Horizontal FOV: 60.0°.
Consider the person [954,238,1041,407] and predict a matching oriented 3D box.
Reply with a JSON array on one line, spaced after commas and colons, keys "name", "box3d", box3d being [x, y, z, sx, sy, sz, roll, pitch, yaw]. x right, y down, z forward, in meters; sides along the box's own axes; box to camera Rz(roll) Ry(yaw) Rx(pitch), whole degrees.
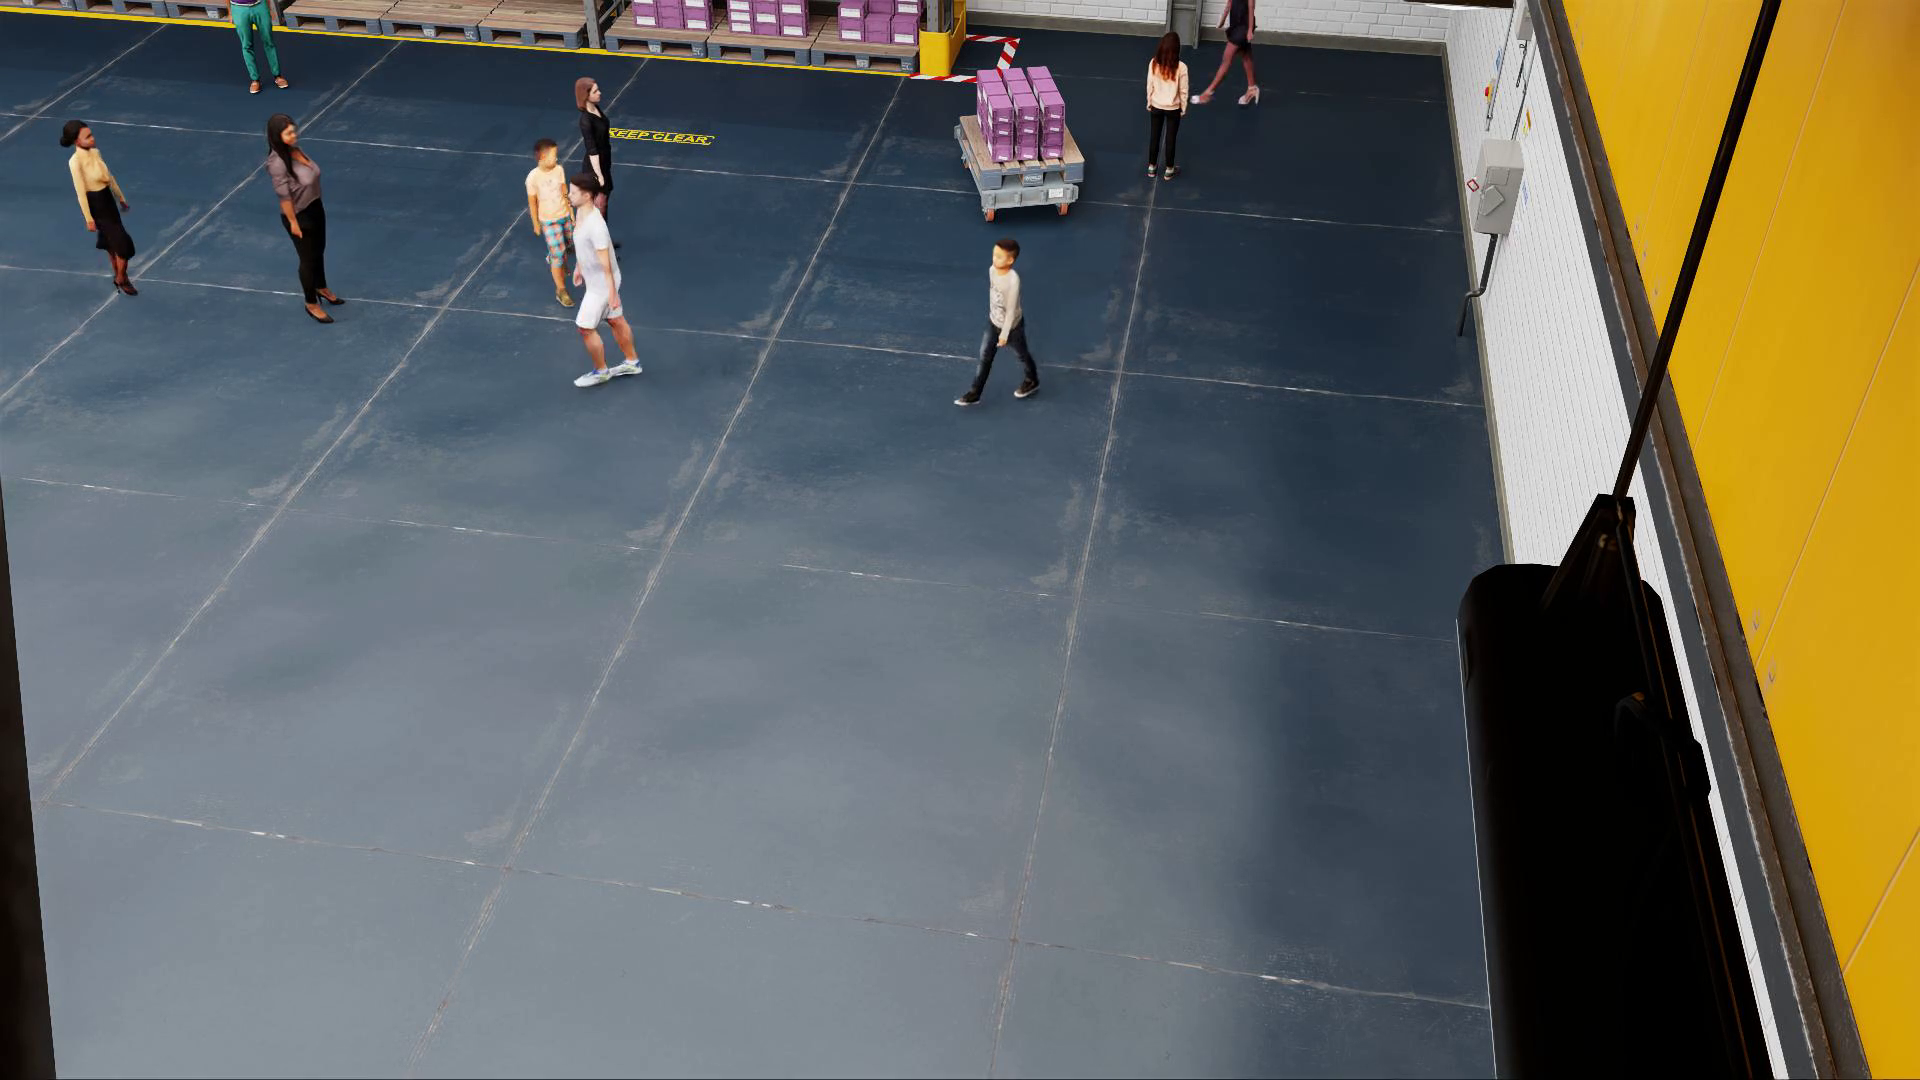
[{"name": "person", "box3d": [0.428, -1.718, 13.168, 1.000, 1.428, 0.974, -26, 45, -29]}]

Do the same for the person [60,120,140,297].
[{"name": "person", "box3d": [-7.491, -2.846, 14.405, 0.657, 1.646, 0.636, 2, 39, 2]}]

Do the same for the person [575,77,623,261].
[{"name": "person", "box3d": [-3.271, -3.352, 14.991, 0.560, 1.706, 0.624, -1, 39, -1]}]

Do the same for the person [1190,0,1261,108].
[{"name": "person", "box3d": [3.045, -5.383, 17.499, 1.103, 1.750, 0.826, -7, 39, -9]}]

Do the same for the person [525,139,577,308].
[{"name": "person", "box3d": [-3.555, -2.820, 14.546, 0.818, 1.429, 0.950, -27, 46, -30]}]

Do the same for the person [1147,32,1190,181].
[{"name": "person", "box3d": [2.021, -4.267, 16.314, 0.524, 1.484, 0.677, 15, 41, 18]}]

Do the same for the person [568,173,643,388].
[{"name": "person", "box3d": [-2.776, -2.090, 13.307, 0.964, 1.834, 0.892, -12, 40, -14]}]

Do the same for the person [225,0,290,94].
[{"name": "person", "box3d": [-7.660, -5.738, 17.931, 0.677, 1.766, 0.773, -16, 41, -19]}]

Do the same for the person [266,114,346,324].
[{"name": "person", "box3d": [-5.584, -2.740, 14.120, 0.622, 1.837, 0.662, 2, 39, 2]}]
